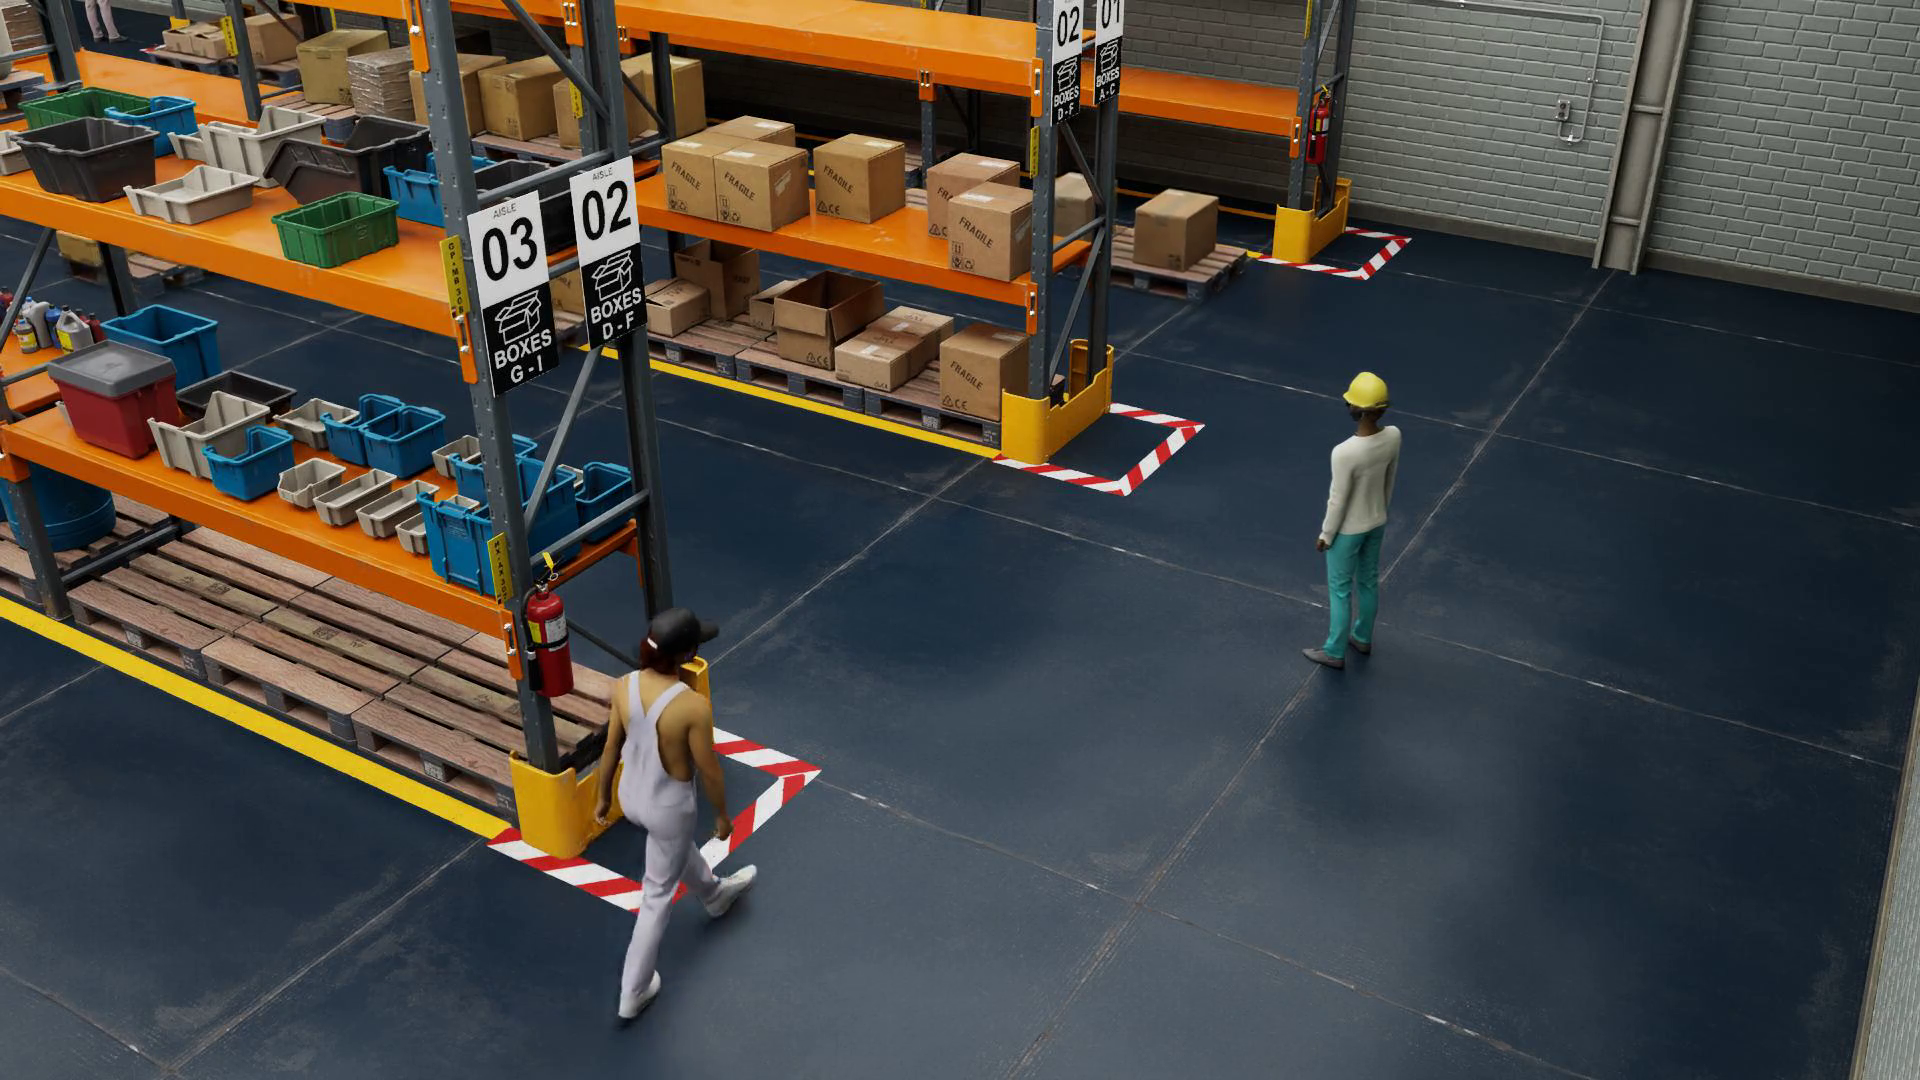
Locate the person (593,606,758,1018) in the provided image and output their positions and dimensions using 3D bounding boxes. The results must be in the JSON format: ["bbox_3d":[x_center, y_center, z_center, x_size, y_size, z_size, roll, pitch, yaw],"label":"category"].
[{"bbox_3d":[-1.258,1.095,7.095,0.582,1.789,1.003,16,33,27],"label":"person"}]

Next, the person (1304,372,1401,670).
[{"bbox_3d":[2.189,-0.103,9.280,0.532,1.766,0.324,-20,35,-32],"label":"person"}]

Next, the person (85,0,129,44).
[{"bbox_3d":[-12.065,-7.842,23.090,0.562,1.840,0.390,8,30,14],"label":"person"}]
